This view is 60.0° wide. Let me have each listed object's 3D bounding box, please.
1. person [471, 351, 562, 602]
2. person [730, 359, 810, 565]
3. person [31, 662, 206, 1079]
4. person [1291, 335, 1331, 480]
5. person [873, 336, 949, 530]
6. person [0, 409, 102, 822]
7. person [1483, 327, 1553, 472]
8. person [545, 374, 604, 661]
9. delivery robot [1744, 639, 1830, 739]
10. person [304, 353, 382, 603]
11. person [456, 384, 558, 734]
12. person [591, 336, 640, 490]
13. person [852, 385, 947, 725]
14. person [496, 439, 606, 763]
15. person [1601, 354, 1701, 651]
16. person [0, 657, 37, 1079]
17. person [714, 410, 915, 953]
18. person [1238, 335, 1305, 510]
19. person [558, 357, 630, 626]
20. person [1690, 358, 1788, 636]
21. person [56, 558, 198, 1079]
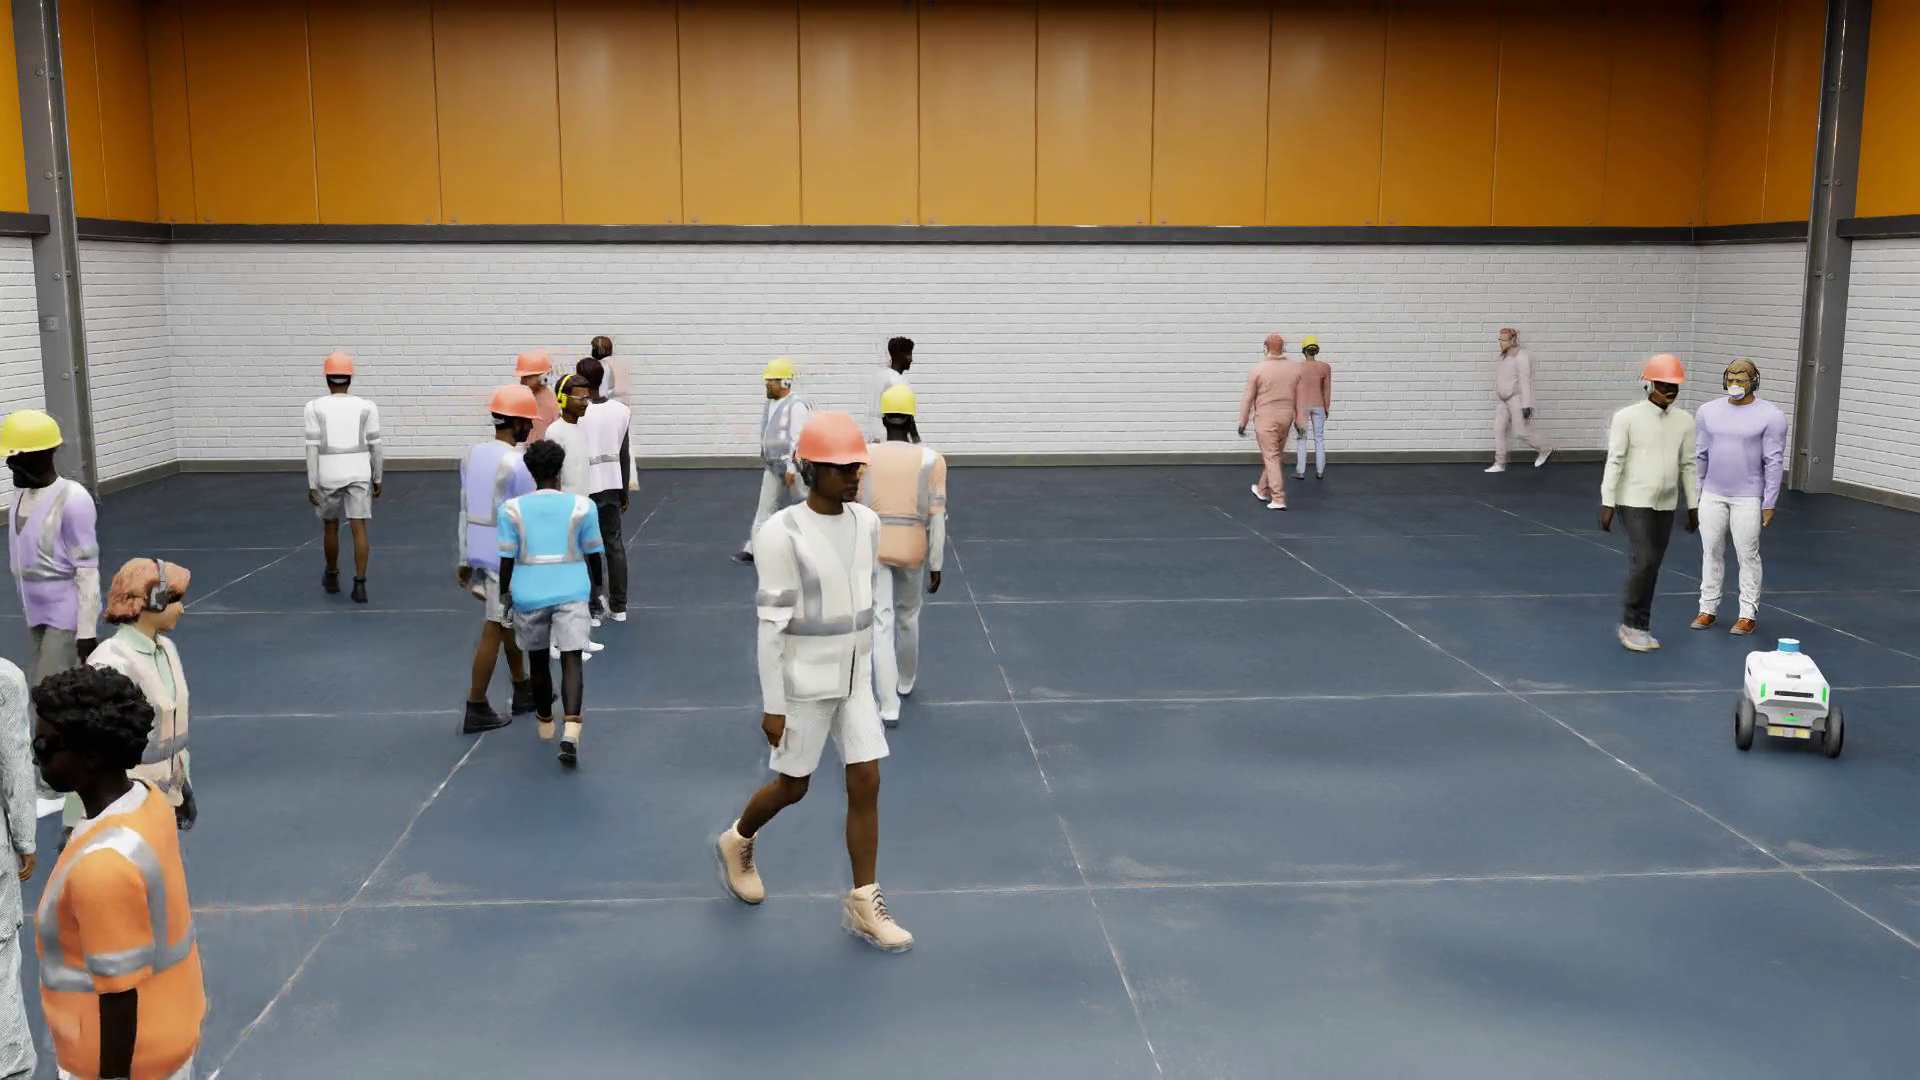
[{"bbox_3d":[-3.175,-0.447,12.502,0.613,1.926,1.057,8,12,39],"label":"person"},{"bbox_3d":[-1.536,-0.667,14.367,0.954,1.785,0.607,-7,12,-39],"label":"person"},{"bbox_3d":[-1.784,1.098,3.620,0.492,1.713,0.561,-3,9,-17],"label":"person"},{"bbox_3d":[4.275,-1.618,20.385,0.533,1.765,0.330,-1,9,-8],"label":"person"},{"bbox_3d":[-0.536,-0.973,15.848,0.980,1.916,0.620,-3,9,-16],"label":"person"},{"bbox_3d":[-4.129,0.326,7.745,0.597,1.899,0.685,7,11,36],"label":"person"},{"bbox_3d":[7.110,-1.768,21.072,0.813,1.862,0.654,-3,9,-17],"label":"person"},{"bbox_3d":[-2.534,-0.152,10.866,0.313,1.865,0.528,1,9,4],"label":"person"},{"bbox_3d":[4.406,0.771,8.875,0.477,0.478,0.707,3,10,20],"label":"delivery robot"},{"bbox_3d":[-4.790,-0.497,12.930,0.573,1.891,0.929,-5,10,-26],"label":"person"},{"bbox_3d":[-2.451,0.092,9.213,0.559,1.897,0.843,8,12,41],"label":"person"},{"bbox_3d":[-4.171,-1.458,19.287,0.943,1.796,0.626,3,9,17],"label":"person"},{"bbox_3d":[-0.386,0.061,9.491,0.611,1.874,0.978,-1,9,-5],"label":"person"},{"bbox_3d":[-2.117,0.309,8.623,0.541,1.659,0.810,-2,9,-11],"label":"person"},{"bbox_3d":[4.614,-0.232,11.001,0.652,1.976,0.545,-3,9,-16],"label":"person"},{"bbox_3d":[-2.944,0.874,4.840,0.480,1.733,0.339,-4,10,-22],"label":"person"},{"bbox_3d":[-0.578,0.503,6.313,0.935,2.020,0.622,8,12,42],"label":"person"},{"bbox_3d":[3.329,-1.279,17.953,0.674,1.851,0.980,-3,9,-17],"label":"person"},{"bbox_3d":[-2.601,-0.342,11.889,0.380,1.918,0.596,7,12,39],"label":"person"},{"bbox_3d":[5.410,-0.301,11.619,0.368,1.932,0.623,-8,12,-40],"label":"person"},{"bbox_3d":[-2.643,0.869,5.251,0.398,1.606,0.644,0,9,0],"label":"person"}]
